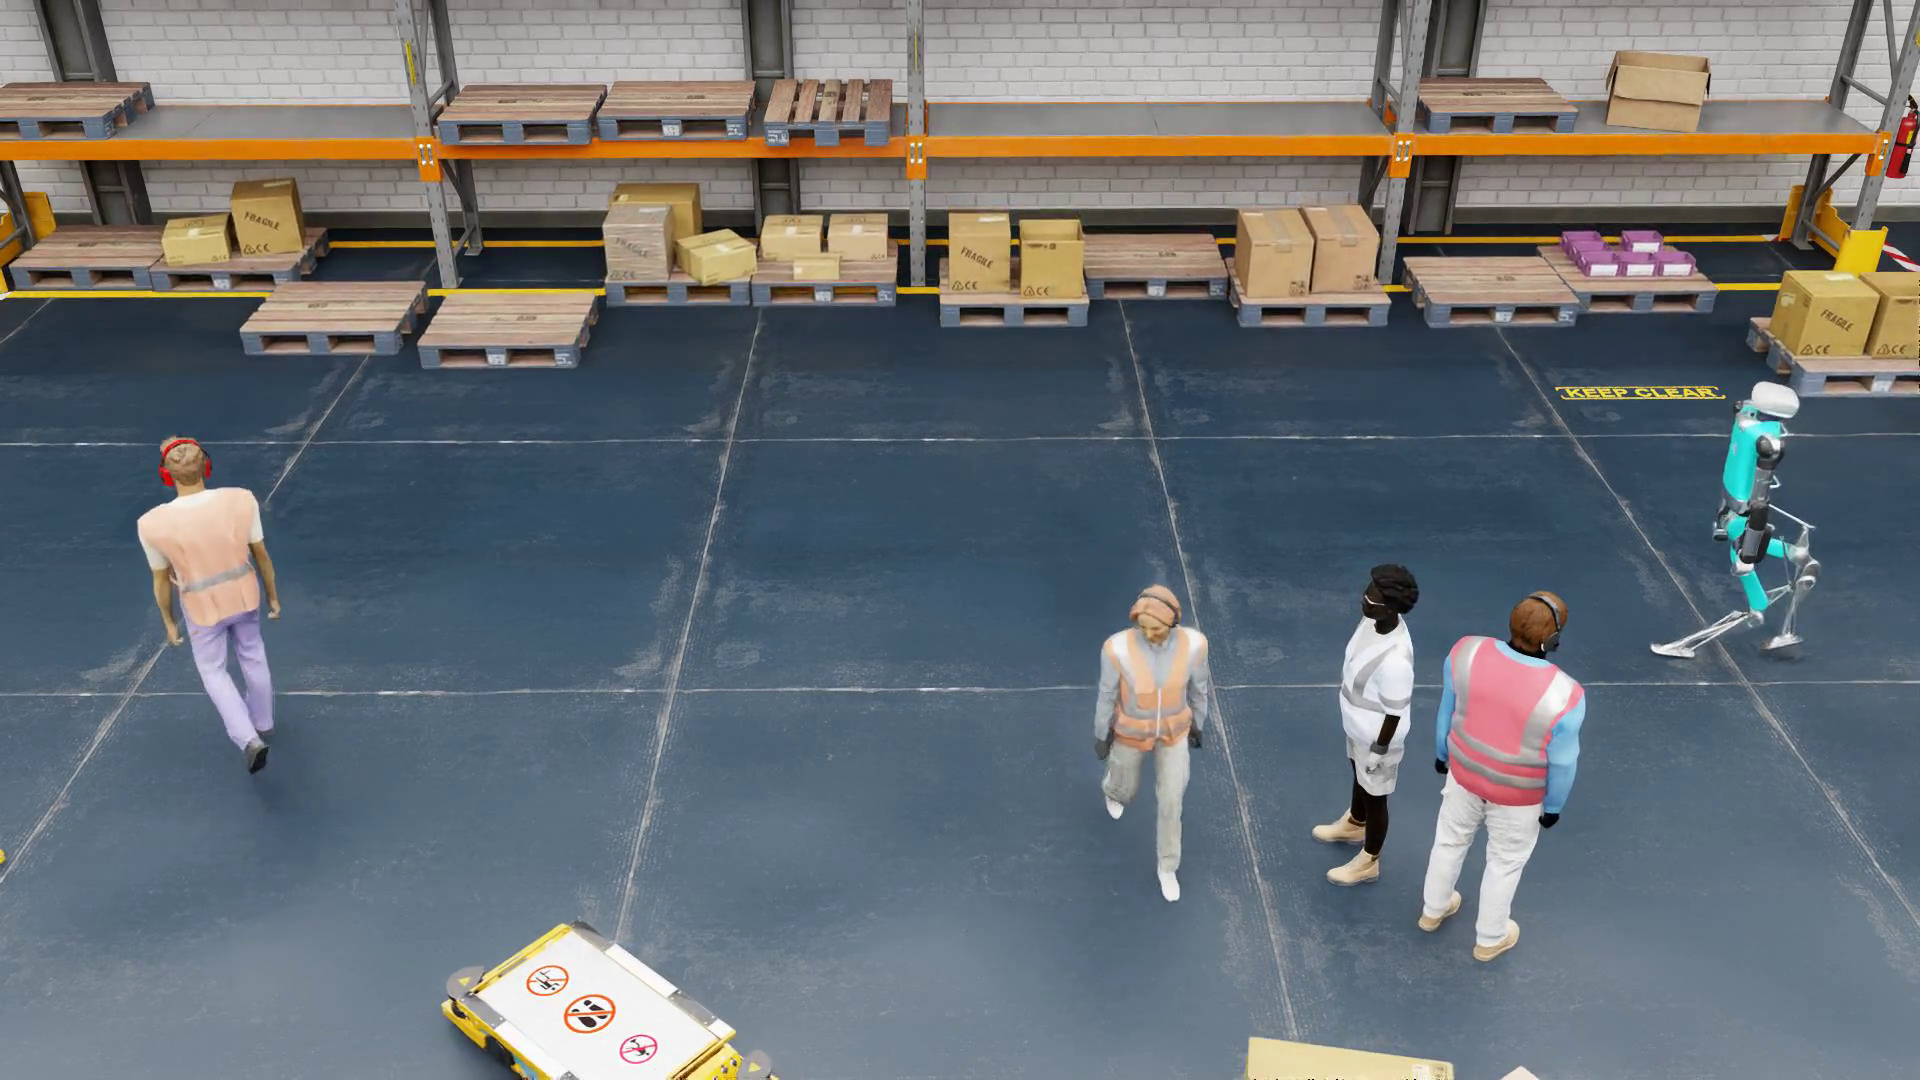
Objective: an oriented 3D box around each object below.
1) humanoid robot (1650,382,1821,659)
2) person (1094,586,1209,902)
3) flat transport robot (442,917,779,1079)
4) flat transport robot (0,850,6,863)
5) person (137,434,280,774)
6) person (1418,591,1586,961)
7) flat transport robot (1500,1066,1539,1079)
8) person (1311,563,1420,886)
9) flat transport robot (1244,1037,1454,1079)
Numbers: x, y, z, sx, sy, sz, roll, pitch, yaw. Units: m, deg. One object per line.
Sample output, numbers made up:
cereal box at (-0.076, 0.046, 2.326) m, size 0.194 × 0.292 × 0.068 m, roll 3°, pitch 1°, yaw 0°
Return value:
humanoid robot at (4.474, -0.028, 9.088) m, size 1.037 × 1.770 × 0.546 m, roll 3°, pitch 31°, yaw 5°
person at (0.866, 0.851, 7.677) m, size 0.548 × 1.615 × 0.653 m, roll -5°, pitch 31°, yaw -8°
flat transport robot at (-1.472, 2.088, 6.935) m, size 1.431 × 0.231 × 0.659 m, roll 24°, pitch 38°, yaw 34°
flat transport robot at (-5.217, 1.713, 7.560) m, size 0.659 × 0.231 × 1.431 m, roll 16°, pitch 35°, yaw 25°
person at (-3.690, 0.341, 8.338) m, size 0.558 × 1.826 × 0.640 m, roll -23°, pitch 38°, yaw -33°
person at (2.341, 1.017, 7.205) m, size 0.629 × 1.837 × 0.431 m, roll 26°, pitch 40°, yaw 36°
flat transport robot at (1.954, 2.820, 5.715) m, size 1.431 × 0.231 × 0.659 m, roll -20°, pitch 36°, yaw -30°
person at (1.882, 0.839, 7.623) m, size 0.322 × 1.698 × 0.531 m, roll 0°, pitch 31°, yaw 1°
flat transport robot at (1.330, 2.796, 5.756) m, size 1.431 × 0.231 × 0.659 m, roll 5°, pitch 31°, yaw 8°
